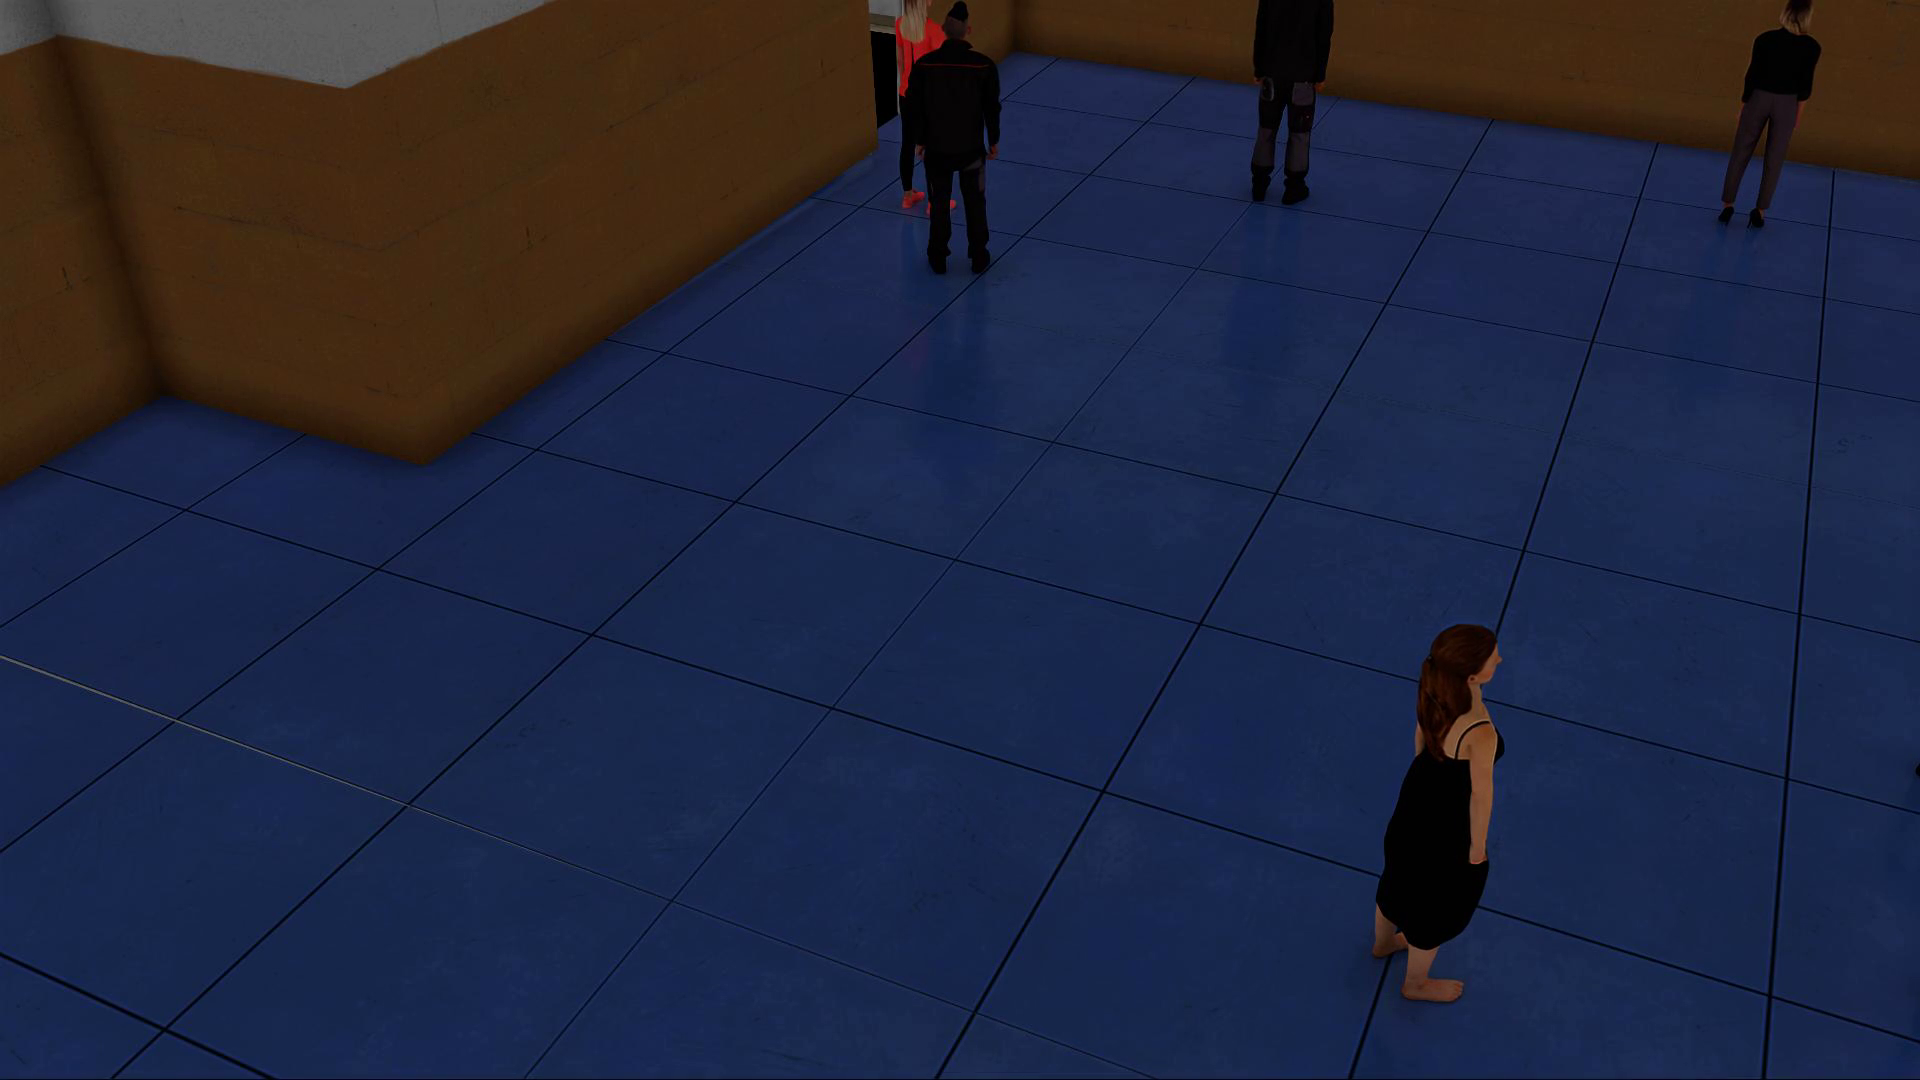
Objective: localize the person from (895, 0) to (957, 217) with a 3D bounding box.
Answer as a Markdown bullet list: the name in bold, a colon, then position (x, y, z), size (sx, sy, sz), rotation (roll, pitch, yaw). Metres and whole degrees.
- **person**: position (-0.278, -3.218, 12.102), size (0.539, 1.694, 0.698), rotation (23, 40, 31)

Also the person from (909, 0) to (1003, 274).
- **person**: position (-0.026, -2.692, 11.139), size (0.728, 1.862, 0.913), rotation (1, 34, 2)

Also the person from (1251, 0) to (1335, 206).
- **person**: position (2.416, -3.444, 12.216), size (0.532, 1.945, 0.767), rotation (13, 36, 18)

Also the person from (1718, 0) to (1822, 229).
- **person**: position (5.765, -3.034, 11.845), size (0.469, 1.672, 0.660), rotation (17, 37, 24)

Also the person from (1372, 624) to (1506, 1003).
- **person**: position (1.691, 0.960, 5.884), size (0.731, 1.625, 0.675), rotation (-10, 35, -14)
